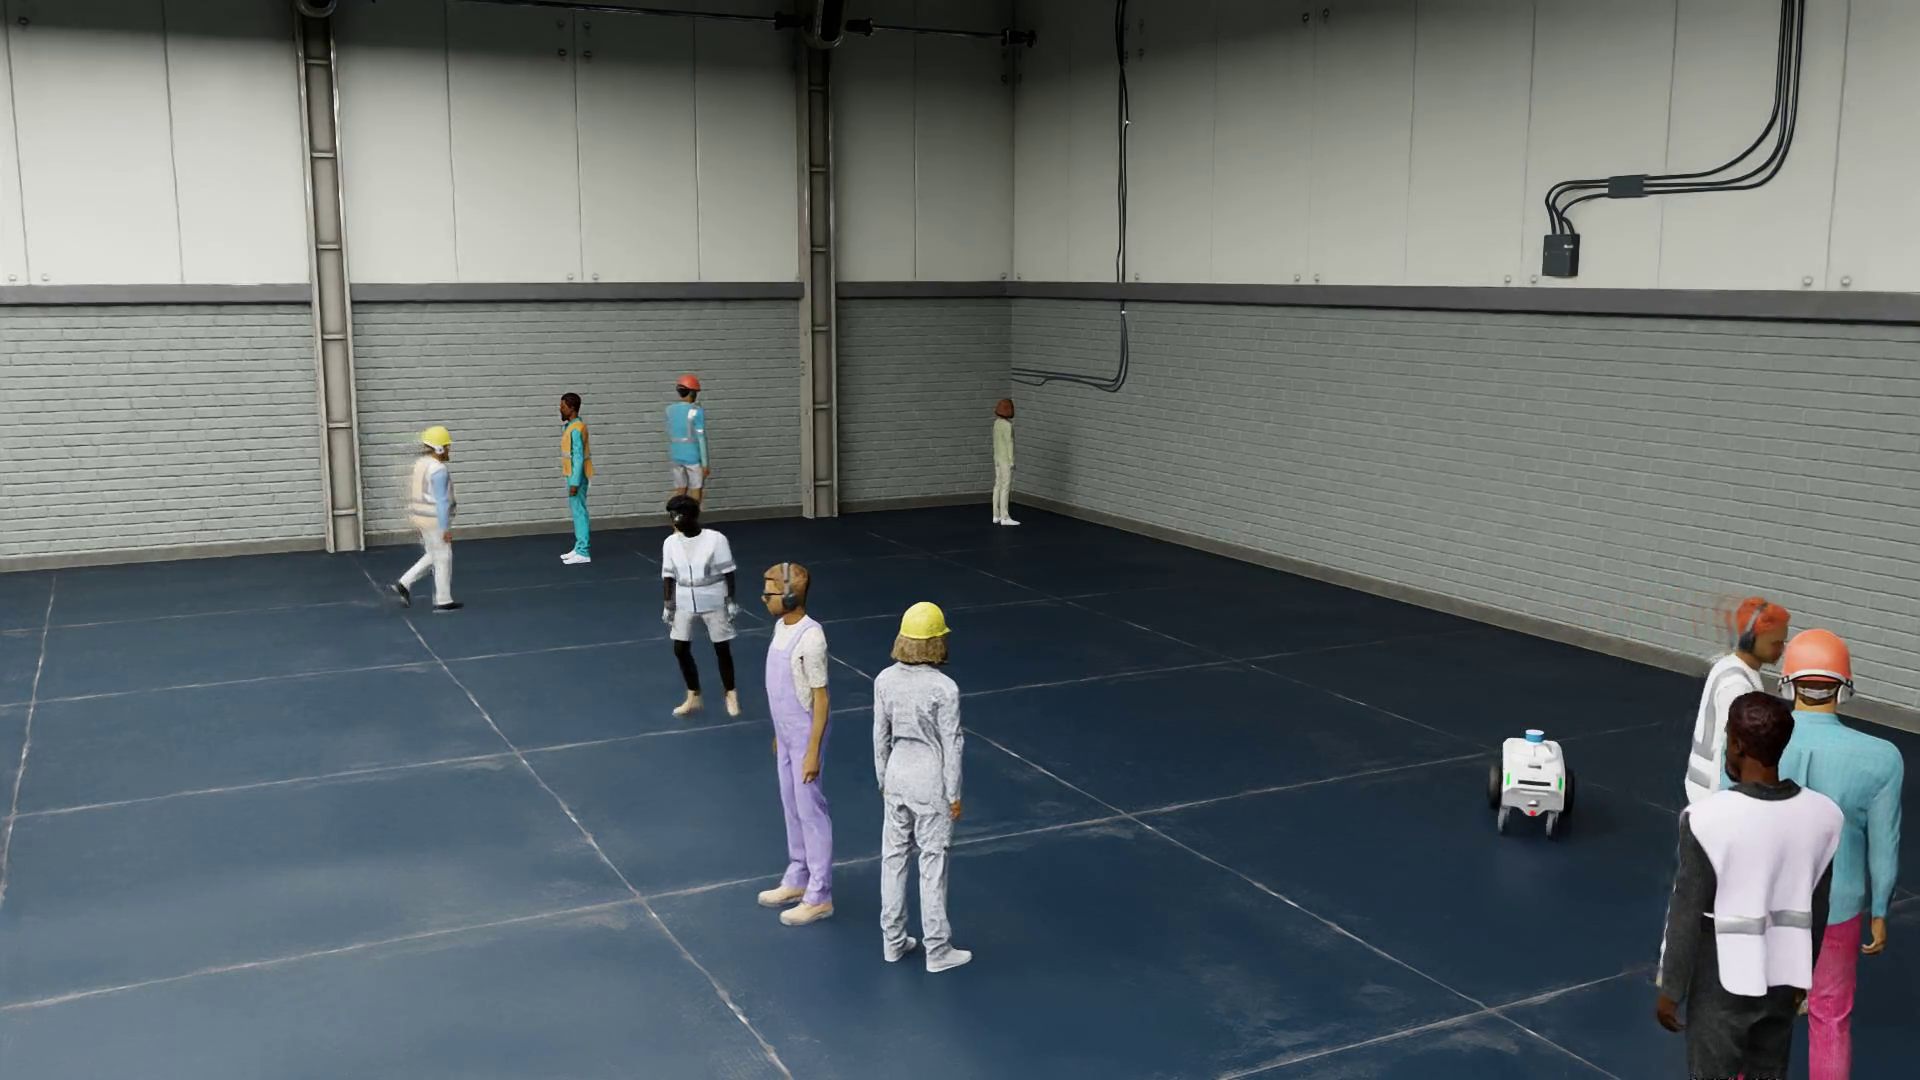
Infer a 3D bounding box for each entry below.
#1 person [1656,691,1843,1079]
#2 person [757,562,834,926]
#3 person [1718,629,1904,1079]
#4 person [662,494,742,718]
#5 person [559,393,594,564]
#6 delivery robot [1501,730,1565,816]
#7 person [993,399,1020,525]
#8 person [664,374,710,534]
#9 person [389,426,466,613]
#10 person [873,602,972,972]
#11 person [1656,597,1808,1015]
[{"bbox_3d":[2.600,1.446,5.509,0.599,1.915,0.413,-3,10,-17],"label":"person"},{"bbox_3d":[-0.822,1.014,8.392,0.344,1.842,0.506,-4,10,-26],"label":"person"},{"bbox_3d":[3.107,1.311,6.164,0.629,1.981,0.435,6,11,34],"label":"person"},{"bbox_3d":[-1.887,0.485,12.199,0.588,1.662,0.363,2,9,13],"label":"person"},{"bbox_3d":[-4.318,-0.699,18.711,0.392,1.920,0.593,-3,10,-16],"label":"person"},{"bbox_3d":[3.396,1.370,9.863,0.477,0.478,0.707,3,10,17],"label":"delivery robot"},{"bbox_3d":[0.586,-1.011,21.510,0.279,1.633,0.505,-4,10,-22],"label":"person"},{"bbox_3d":[-3.268,-0.981,20.090,0.610,2.035,0.389,6,11,33],"label":"person"},{"bbox_3d":[-5.080,-0.180,15.863,0.600,1.813,0.610,-7,11,-36],"label":"person"},{"bbox_3d":[-0.182,1.152,7.847,0.487,1.743,0.315,7,11,35],"label":"person"},{"bbox_3d":[3.546,1.168,7.386,0.809,1.852,0.607,4,10,21],"label":"person"}]
